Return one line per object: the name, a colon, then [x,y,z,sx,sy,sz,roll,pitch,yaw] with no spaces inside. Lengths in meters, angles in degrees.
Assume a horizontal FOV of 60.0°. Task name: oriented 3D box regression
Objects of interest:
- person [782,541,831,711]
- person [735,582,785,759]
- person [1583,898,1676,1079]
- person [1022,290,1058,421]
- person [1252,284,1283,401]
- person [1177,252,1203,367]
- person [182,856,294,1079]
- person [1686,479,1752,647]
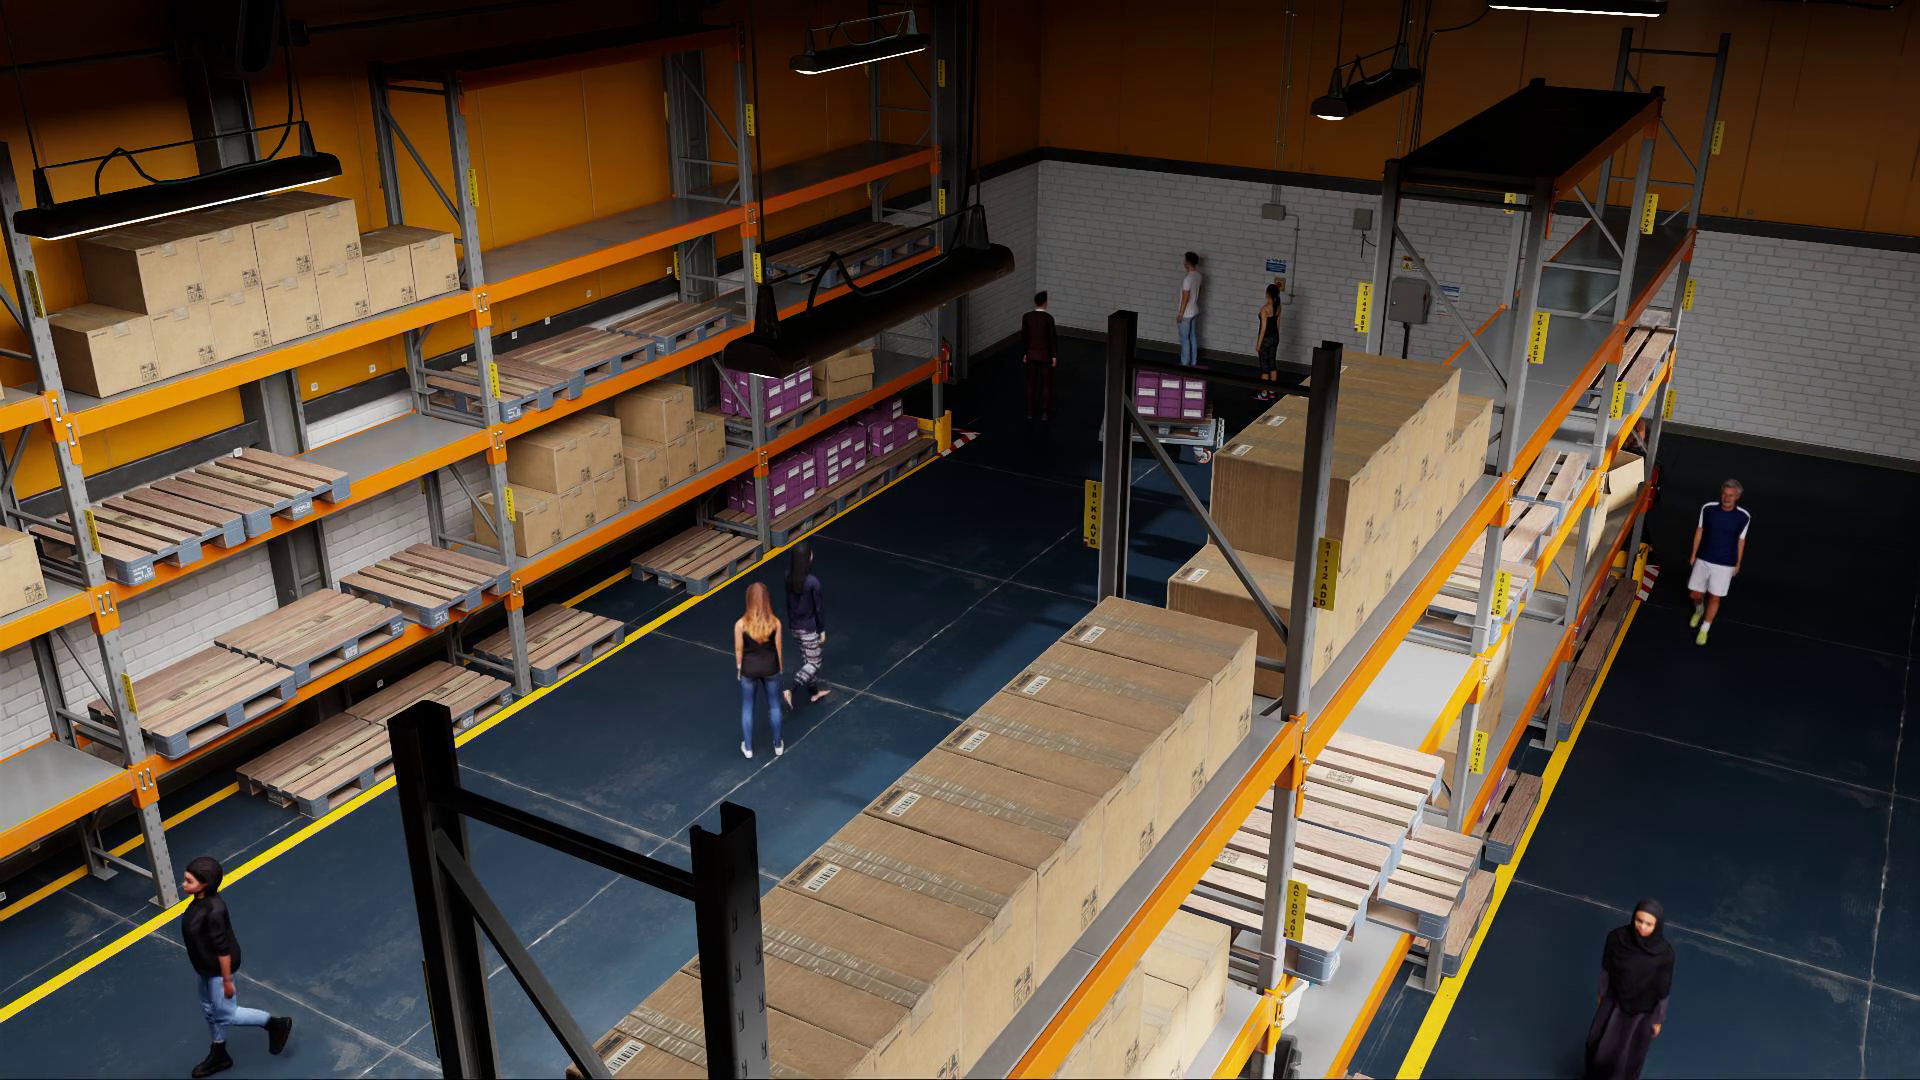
person: [-1.513,0.840,15.830,0.682,1.719,0.907,17,29,34]
person: [-1.804,1.186,15.035,0.670,1.721,0.725,-5,24,-12]
person: [4.446,3.025,10.972,0.594,1.607,0.737,13,27,26]
person: [1.132,-2.624,23.571,0.705,1.866,0.631,10,25,21]
person: [4.534,-2.906,24.387,0.596,1.730,0.713,-17,29,-34]
person: [3.529,-3.518,25.619,0.743,1.865,0.513,16,28,32]
person: [-4.949,2.864,11.240,0.985,1.688,0.790,-17,29,-34]
person: [7.825,0.185,17.191,0.640,1.829,0.739,14,27,29]
